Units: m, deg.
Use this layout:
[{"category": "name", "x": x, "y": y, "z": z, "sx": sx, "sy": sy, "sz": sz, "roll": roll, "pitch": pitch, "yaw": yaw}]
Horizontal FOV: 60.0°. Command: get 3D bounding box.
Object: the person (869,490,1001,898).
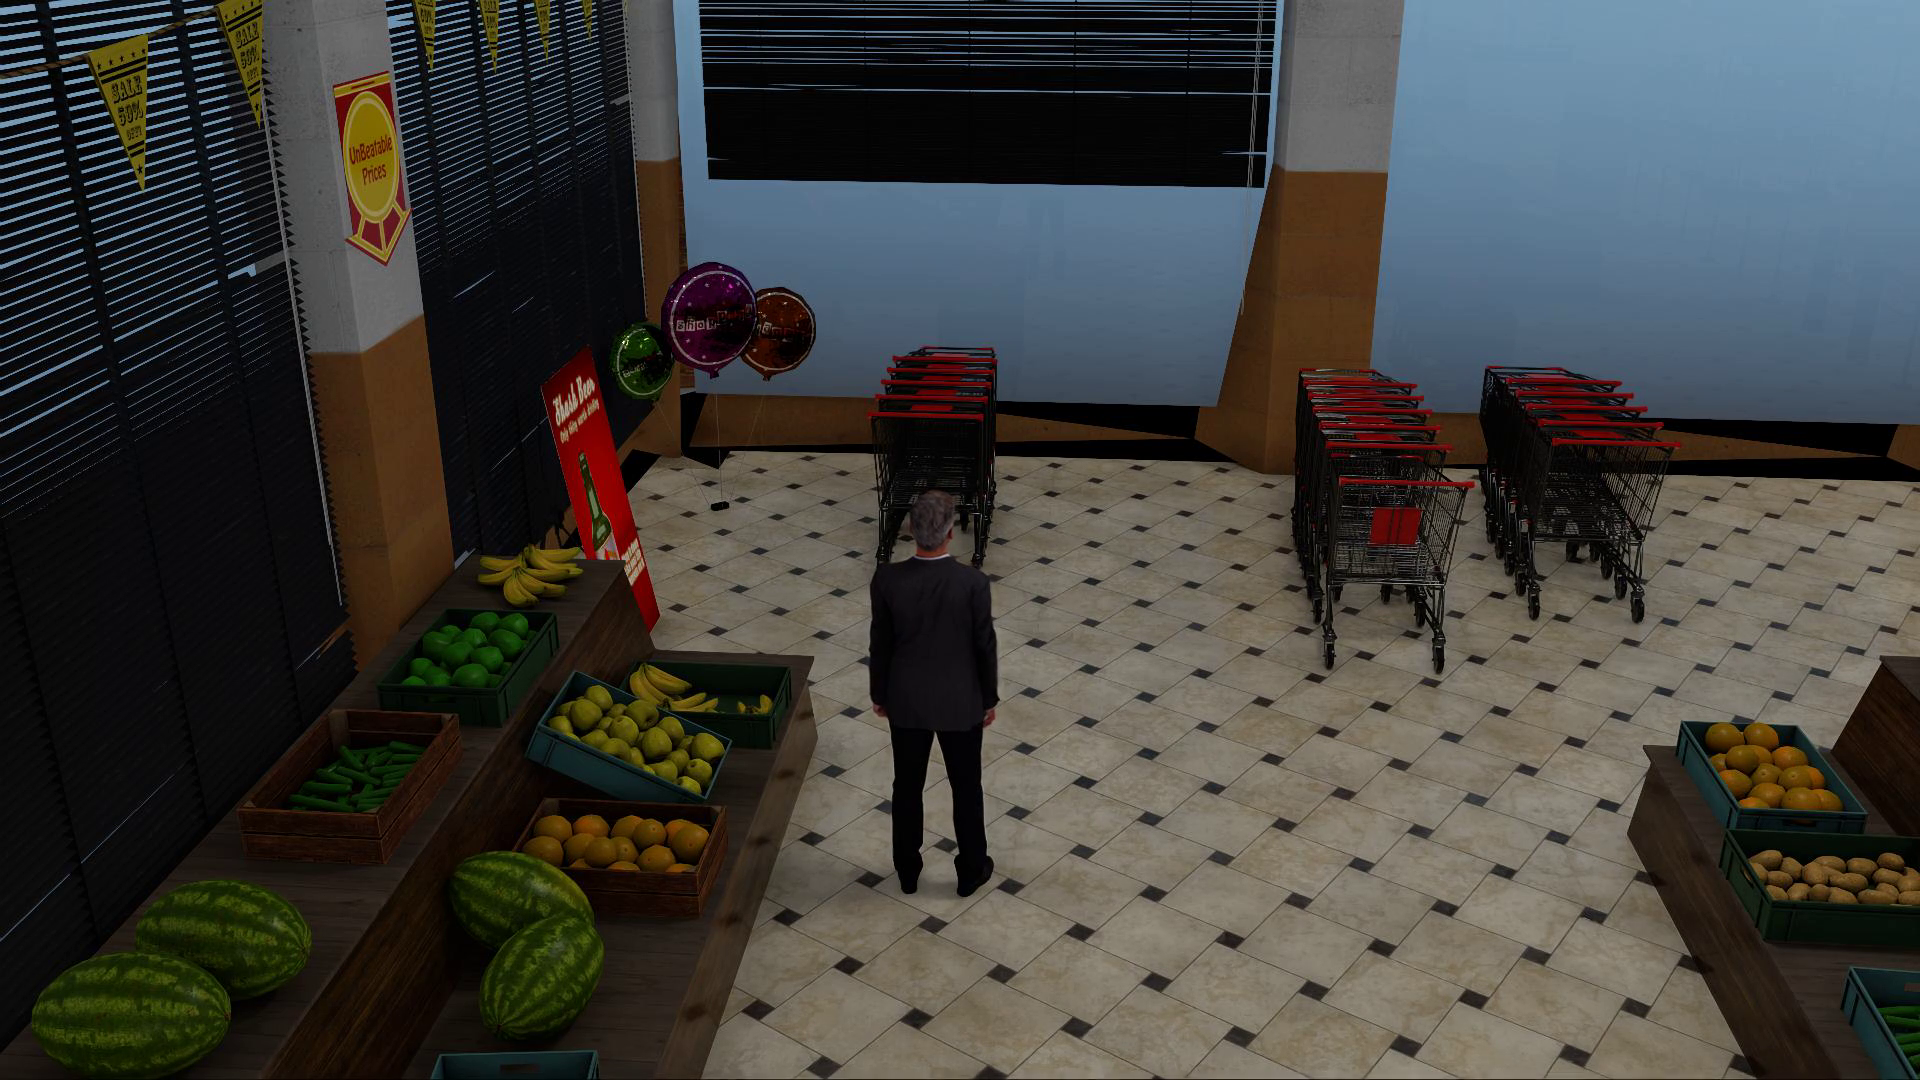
[{"category": "person", "x": -0.104, "y": 0.657, "z": 7.017, "sx": 0.726, "sy": 1.842, "sz": 0.613, "roll": 4, "pitch": 22, "yaw": 9}]
